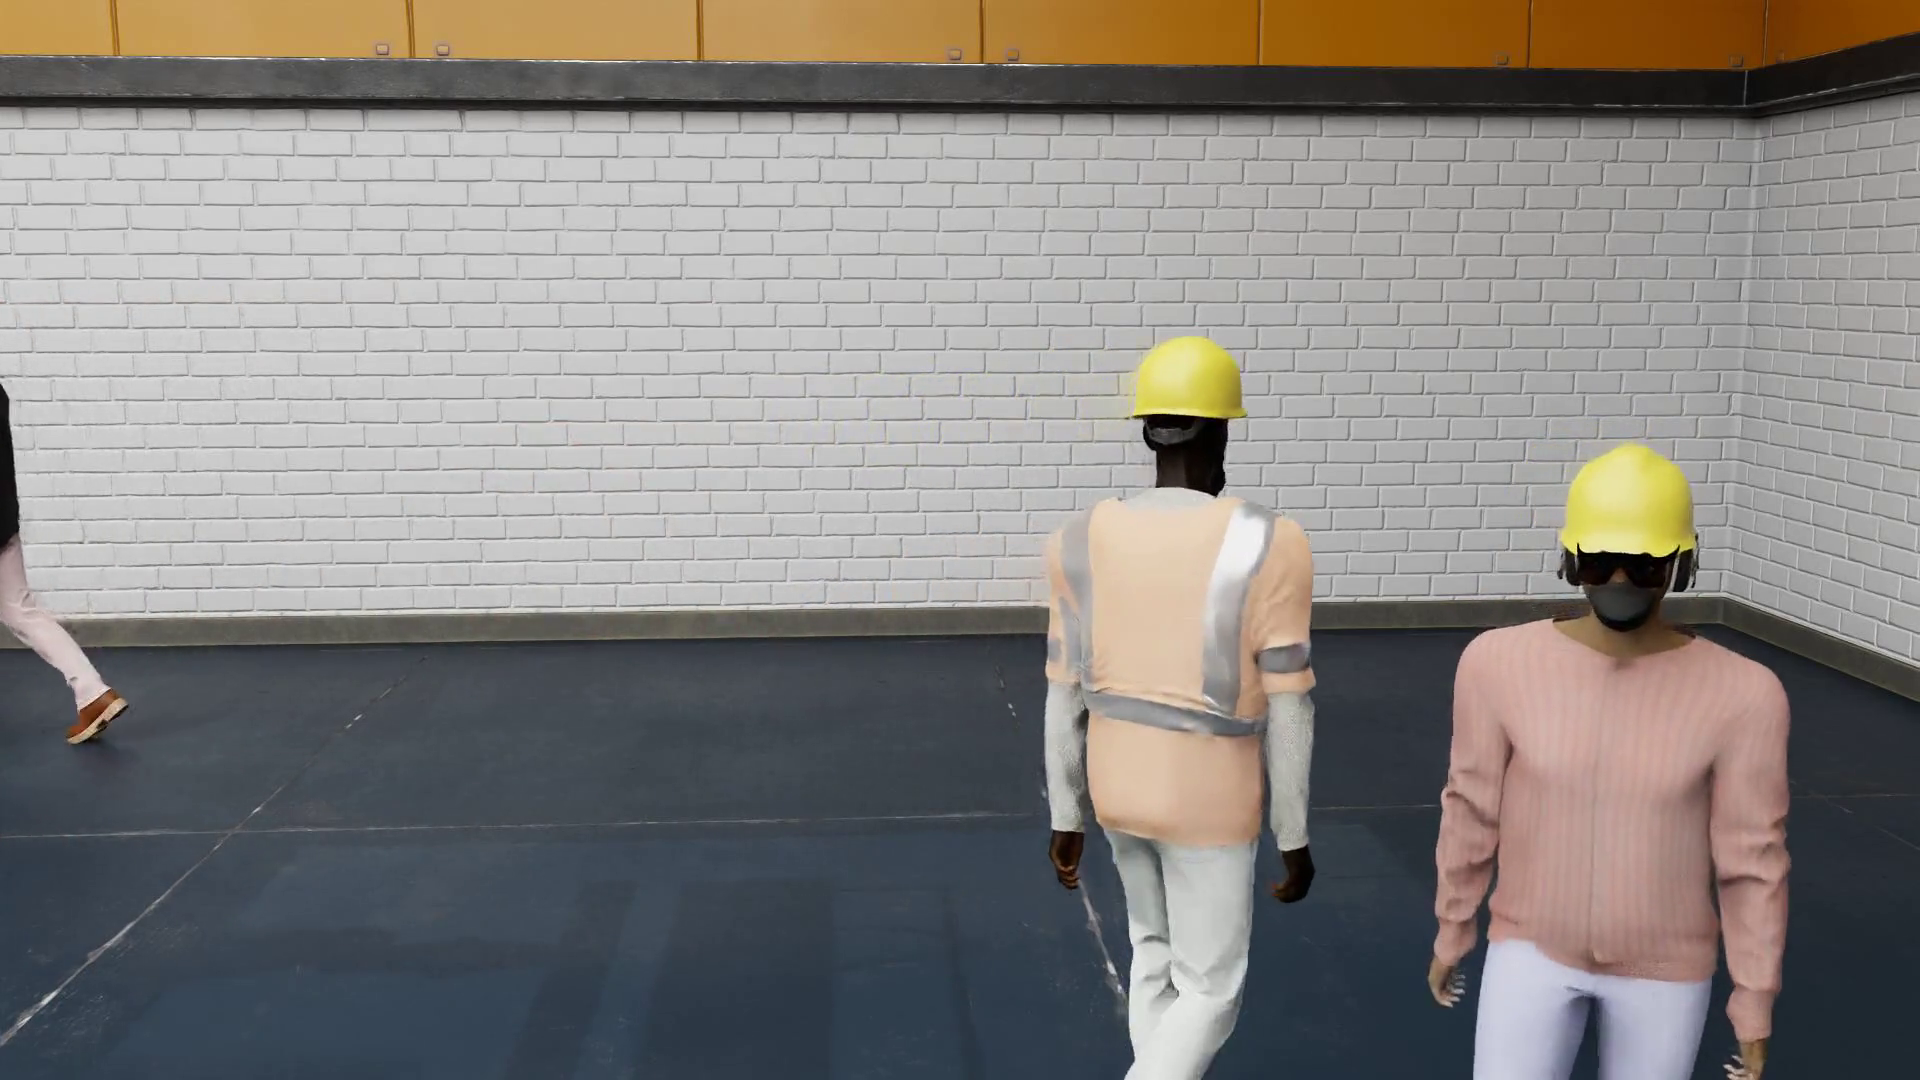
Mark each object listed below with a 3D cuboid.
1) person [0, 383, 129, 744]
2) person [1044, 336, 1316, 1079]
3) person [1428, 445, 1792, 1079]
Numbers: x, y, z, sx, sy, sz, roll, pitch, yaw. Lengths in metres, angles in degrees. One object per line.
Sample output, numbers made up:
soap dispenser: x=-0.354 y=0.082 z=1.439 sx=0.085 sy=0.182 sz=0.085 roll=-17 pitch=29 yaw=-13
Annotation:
person: x=-4.096 y=-0.055 z=6.997 sx=0.981 sy=1.958 sz=0.620 roll=0 pitch=9 yaw=2
person: x=0.400 y=0.539 z=3.404 sx=0.596 sy=1.902 sz=0.786 roll=7 pitch=11 yaw=37
person: x=1.063 y=0.712 z=2.770 sx=0.553 sy=1.749 sz=0.375 roll=4 pitch=10 yaw=22
